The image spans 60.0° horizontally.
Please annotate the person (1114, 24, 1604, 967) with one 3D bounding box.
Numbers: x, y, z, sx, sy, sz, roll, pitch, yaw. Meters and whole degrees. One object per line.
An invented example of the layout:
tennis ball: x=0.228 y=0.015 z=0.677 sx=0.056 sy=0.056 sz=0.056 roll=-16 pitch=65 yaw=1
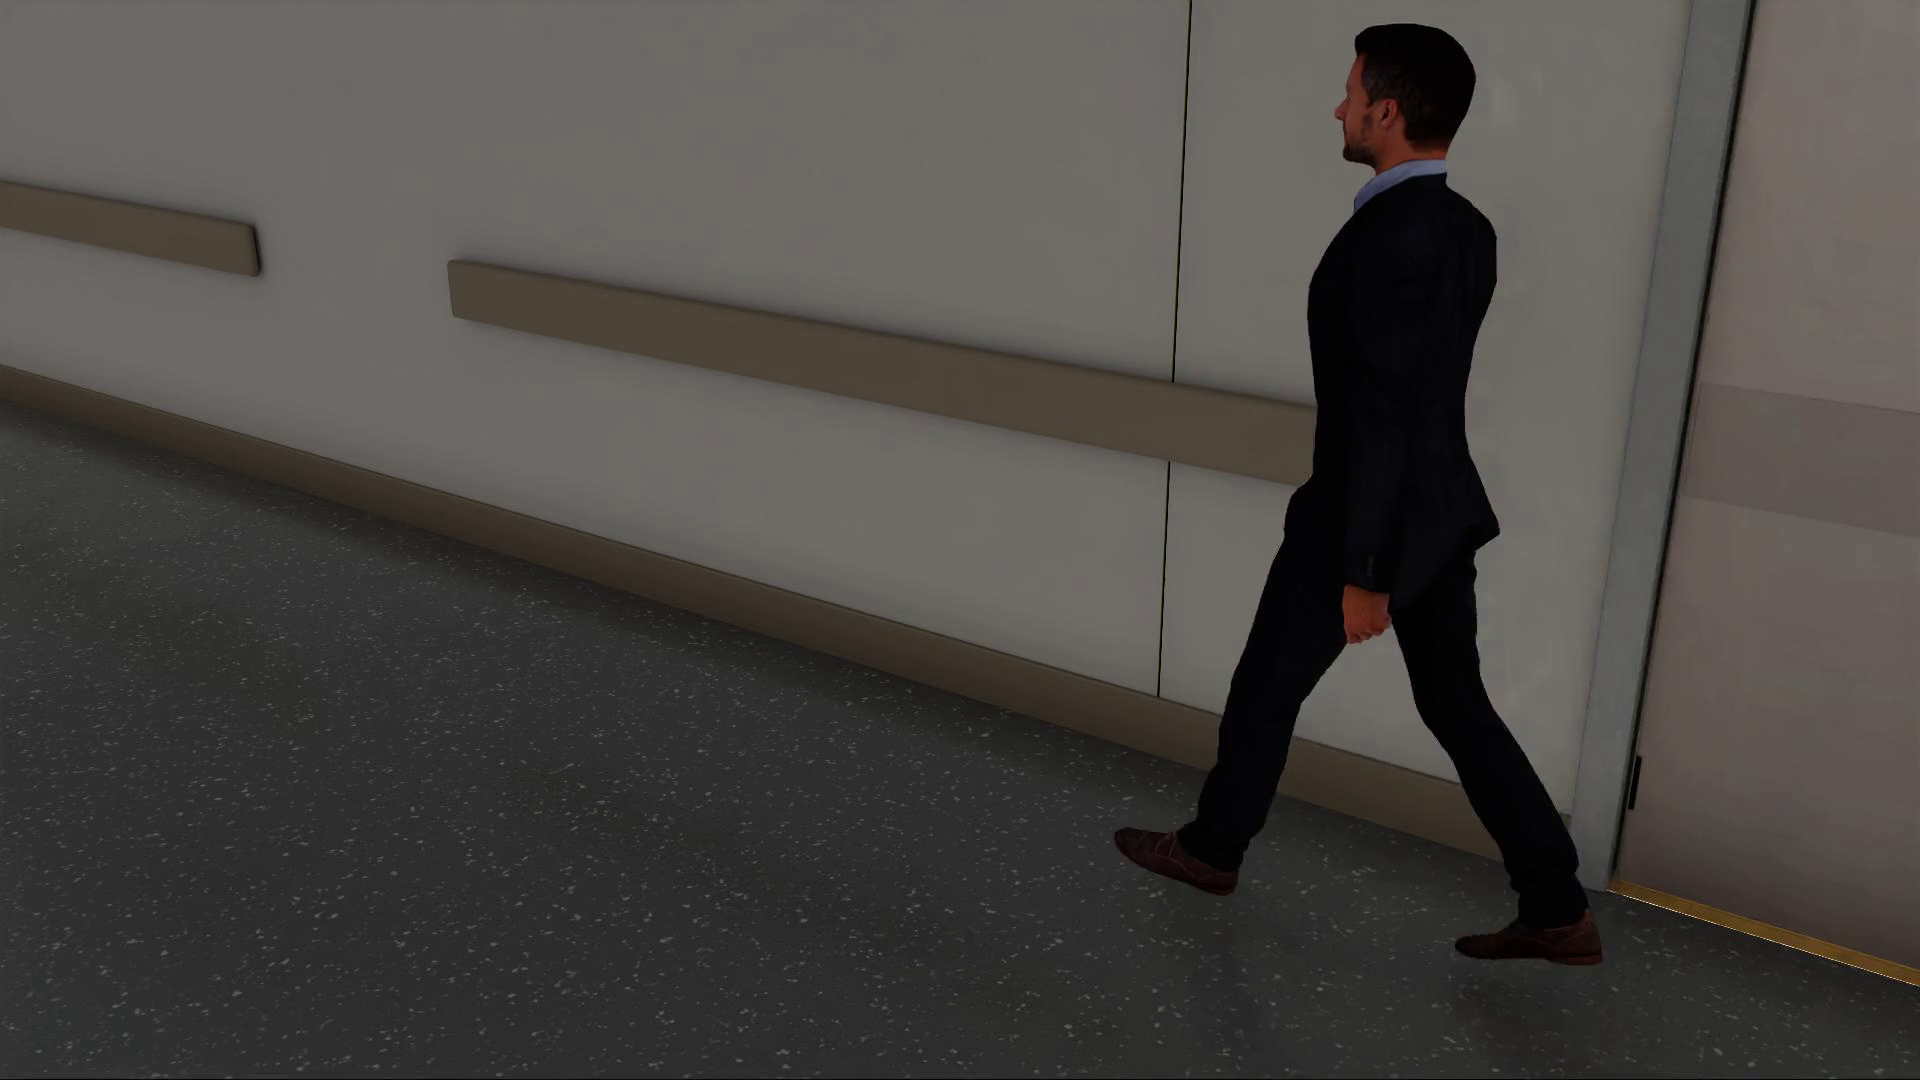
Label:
person: x=0.882 y=0.021 z=3.156 sx=0.720 sy=1.816 sz=1.203 roll=15 pitch=25 yaw=33
